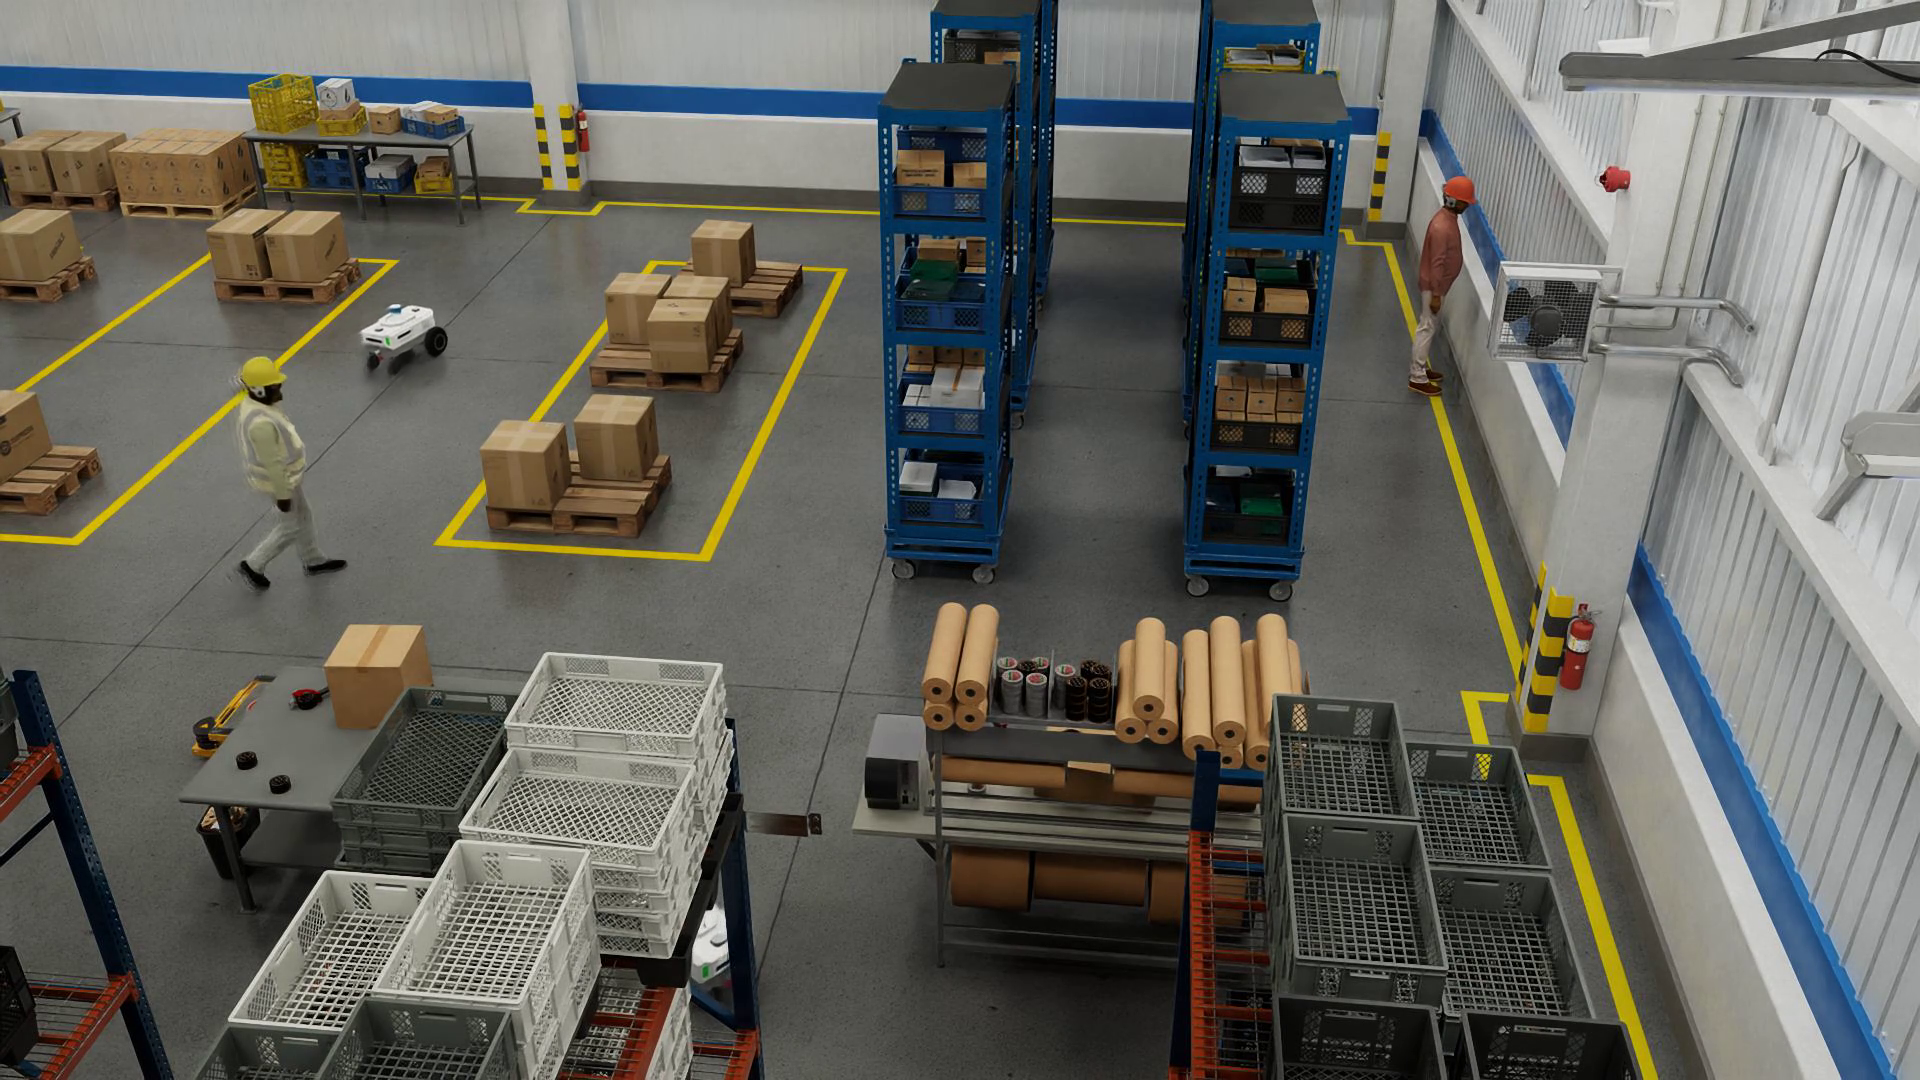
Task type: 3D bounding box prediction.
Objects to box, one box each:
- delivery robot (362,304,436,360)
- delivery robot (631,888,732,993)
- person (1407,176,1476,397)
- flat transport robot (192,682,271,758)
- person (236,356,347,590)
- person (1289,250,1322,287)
[{"bbox_3d":[-5.286,-1.981,15.678,0.477,0.478,0.707,12,33,20],"label":"delivery robot"},{"bbox_3d":[-1.423,2.057,8.743,0.707,0.478,0.477,26,39,37],"label":"delivery robot"},{"bbox_3d":[4.294,-2.283,14.876,0.393,1.986,0.609,10,32,16],"label":"person"},{"bbox_3d":[-4.089,1.163,10.648,1.431,0.197,0.652,3,30,6],"label":"flat transport robot"},{"bbox_3d":[-4.938,-0.465,11.929,0.692,1.813,0.602,-12,32,-20],"label":"person"},{"bbox_3d":[3.170,-2.508,15.599,0.514,1.643,0.307,-4,31,-8],"label":"person"}]
